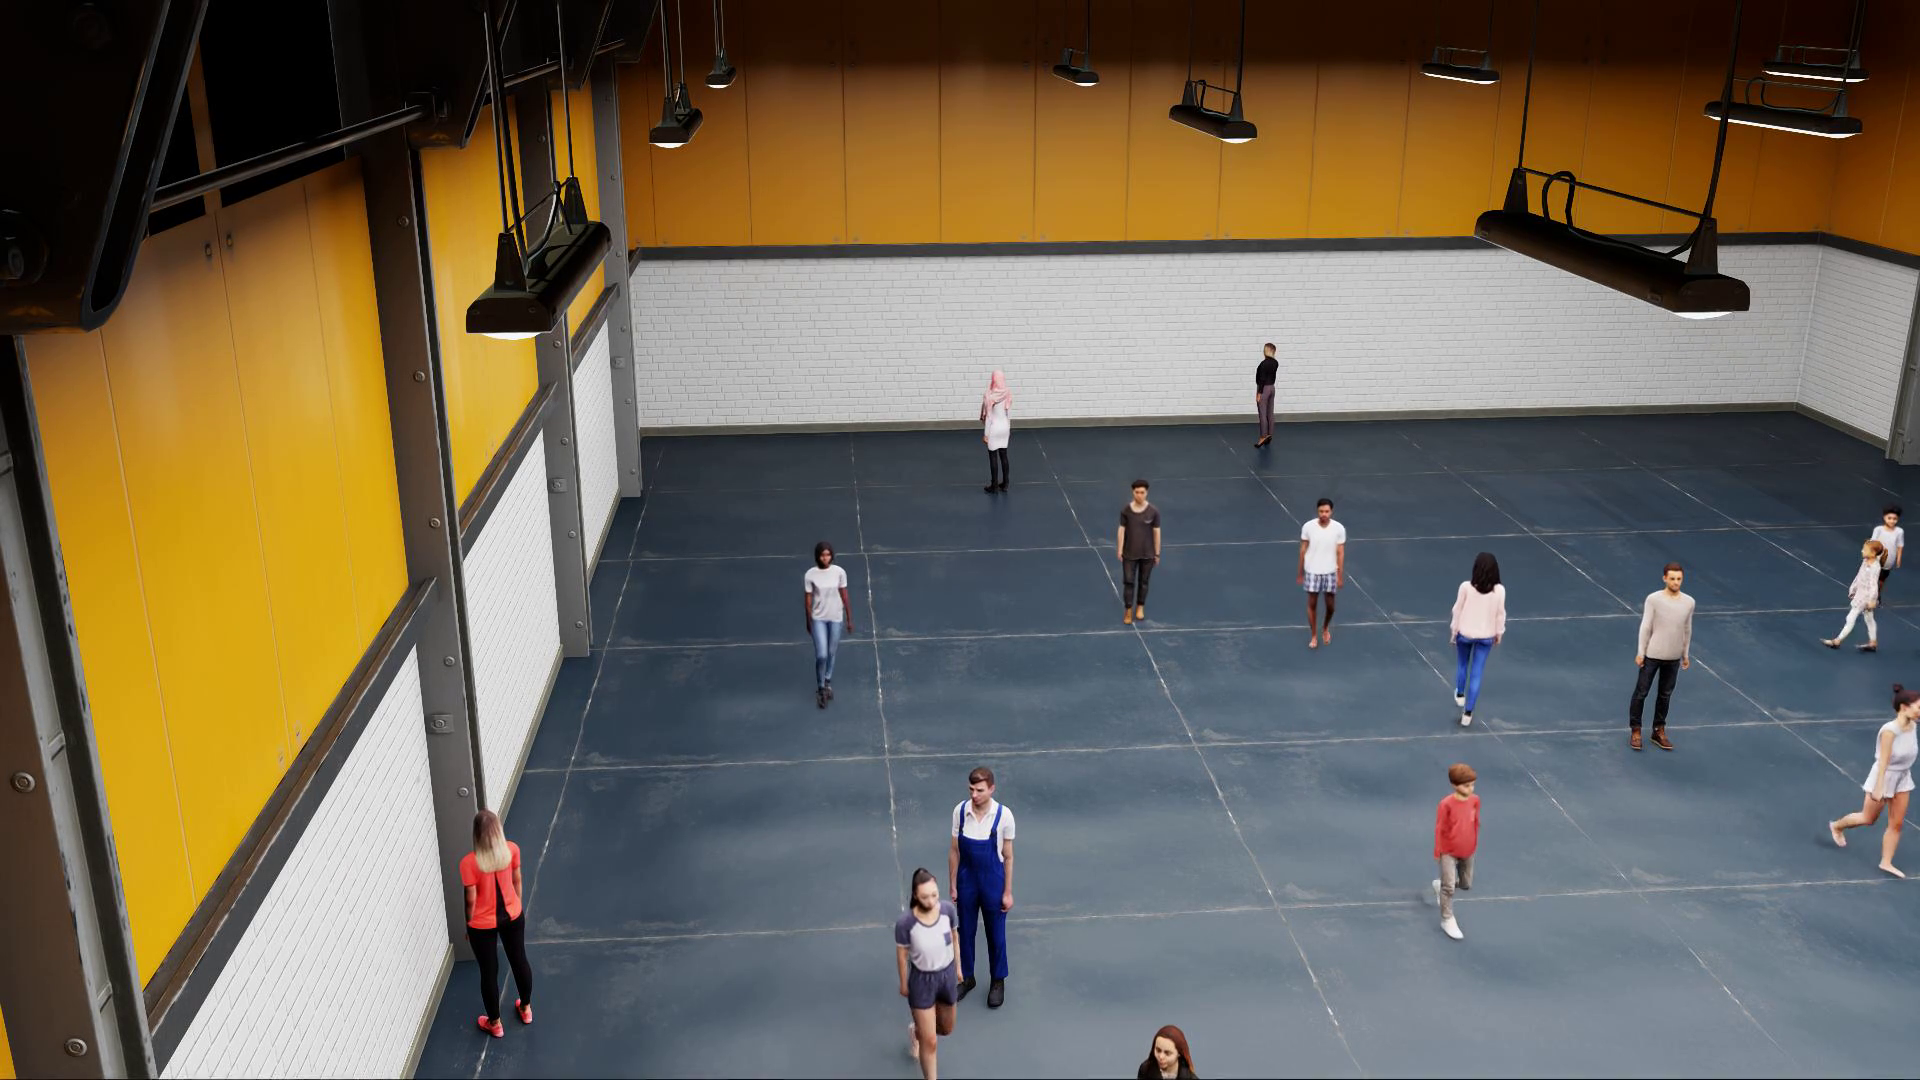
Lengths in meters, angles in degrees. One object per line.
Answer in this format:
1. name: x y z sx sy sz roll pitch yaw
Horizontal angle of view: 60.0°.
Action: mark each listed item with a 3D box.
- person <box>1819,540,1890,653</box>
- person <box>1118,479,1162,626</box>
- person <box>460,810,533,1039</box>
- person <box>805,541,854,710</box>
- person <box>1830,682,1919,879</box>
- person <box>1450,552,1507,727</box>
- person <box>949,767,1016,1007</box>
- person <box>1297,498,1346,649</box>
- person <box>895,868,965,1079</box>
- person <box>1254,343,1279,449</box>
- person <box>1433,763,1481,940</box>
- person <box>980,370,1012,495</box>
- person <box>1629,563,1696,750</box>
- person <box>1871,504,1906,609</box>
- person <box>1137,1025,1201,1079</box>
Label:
1. person: 10.007 0.631 18.222 0.785 1.285 0.846 5 19 15
2. person: 2.064 0.093 19.168 0.728 1.700 0.842 2 19 6
3. person: -3.229 2.650 11.586 0.676 1.694 0.706 -15 24 -38
4. person: -1.377 0.810 17.033 0.701 1.706 0.838 -7 20 -19
5. person: 7.634 1.961 13.779 0.789 1.600 1.002 -8 20 -23
6. person: 5.083 1.001 16.406 0.904 1.743 1.062 6 20 18
7. person: 0.163 2.455 11.921 0.708 1.849 0.690 5 19 15
8. person: 4.015 0.333 18.425 0.751 1.721 0.751 6 19 17
9. person: -0.225 2.894 10.964 0.836 1.628 1.011 -10 21 -27
10. person: 4.850 -2.296 26.308 0.729 1.671 0.675 16 24 39
11. person: 3.806 2.362 12.898 0.586 1.403 0.780 -5 19 -14
12. person: 0.536 -1.565 23.932 0.720 1.803 0.736 -12 22 -32
13. person: 6.720 1.095 15.931 0.669 1.868 0.589 0 19 0
14. person: 10.928 0.171 19.665 0.723 1.236 0.893 7 20 21
15. person: 1.173 3.439 9.573 0.638 1.484 0.654 8 20 23
